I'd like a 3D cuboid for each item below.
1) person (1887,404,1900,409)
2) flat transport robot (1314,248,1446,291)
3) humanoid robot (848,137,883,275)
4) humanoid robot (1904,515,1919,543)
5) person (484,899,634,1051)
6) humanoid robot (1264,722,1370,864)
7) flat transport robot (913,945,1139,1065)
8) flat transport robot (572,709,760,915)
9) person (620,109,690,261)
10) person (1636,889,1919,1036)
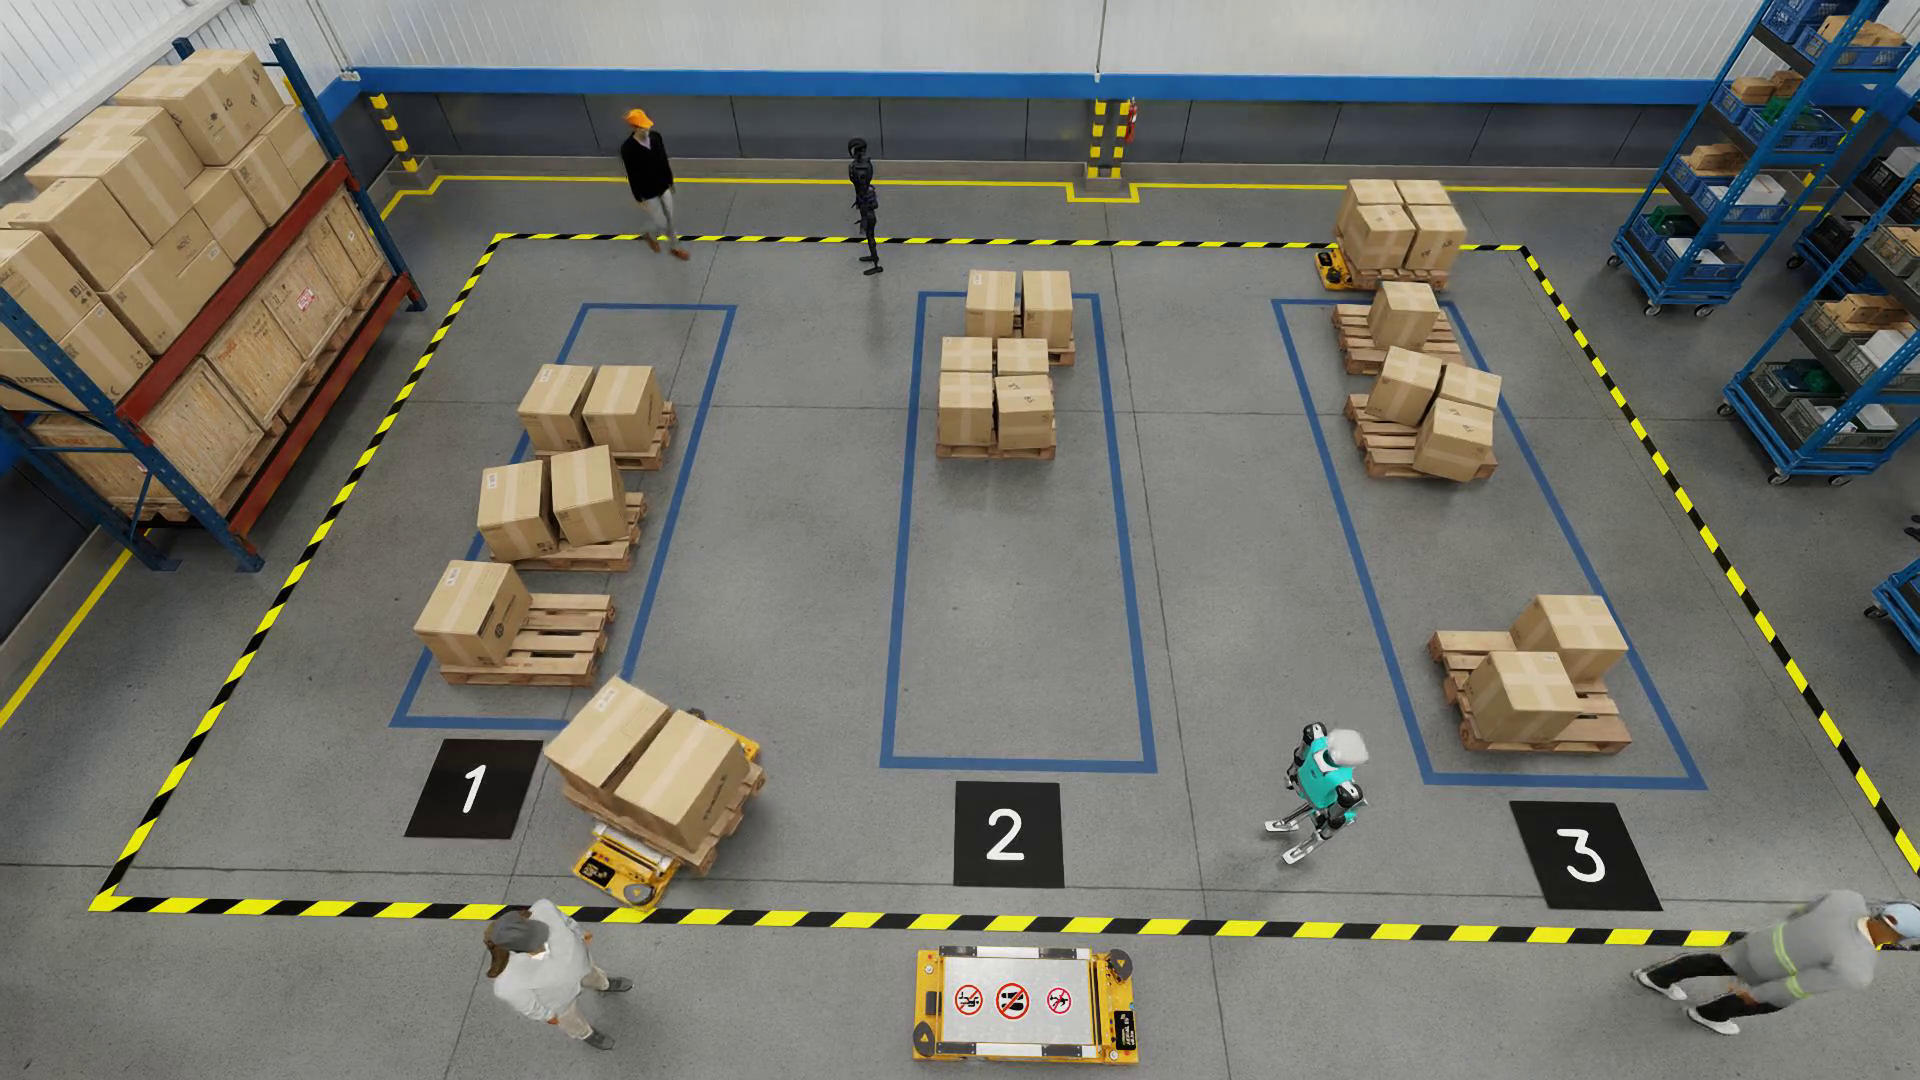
[{"bbox_3d":[10.043,-1.999,9.114,0.640,1.815,0.447,33,58,24],"label":"person"},{"bbox_3d":[5.131,-3.327,11.180,1.431,0.197,0.652,1,51,1],"label":"flat transport robot"},{"bbox_3d":[-1.121,-3.910,10.753,0.315,1.659,0.599,-8,51,-7],"label":"humanoid robot"},{"bbox_3d":[9.180,-0.607,8.062,0.599,1.657,0.315,-31,57,-23],"label":"humanoid robot"},{"bbox_3d":[-2.382,2.566,5.425,0.396,1.769,0.563,6,51,5],"label":"person"},{"bbox_3d":[2.504,1.675,6.086,0.735,1.676,0.533,-12,52,-10],"label":"humanoid robot"},{"bbox_3d":[0.422,3.041,6.007,1.431,0.231,0.659,1,51,1],"label":"flat transport robot"},{"bbox_3d":[-2.177,1.973,6.859,0.652,0.197,1.431,21,54,16],"label":"flat transport robot"},{"bbox_3d":[-3.629,-4.171,10.852,0.478,1.871,0.606,26,55,20],"label":"person"},{"bbox_3d":[4.870,2.503,5.448,0.700,1.811,0.607,17,53,13],"label":"person"}]
